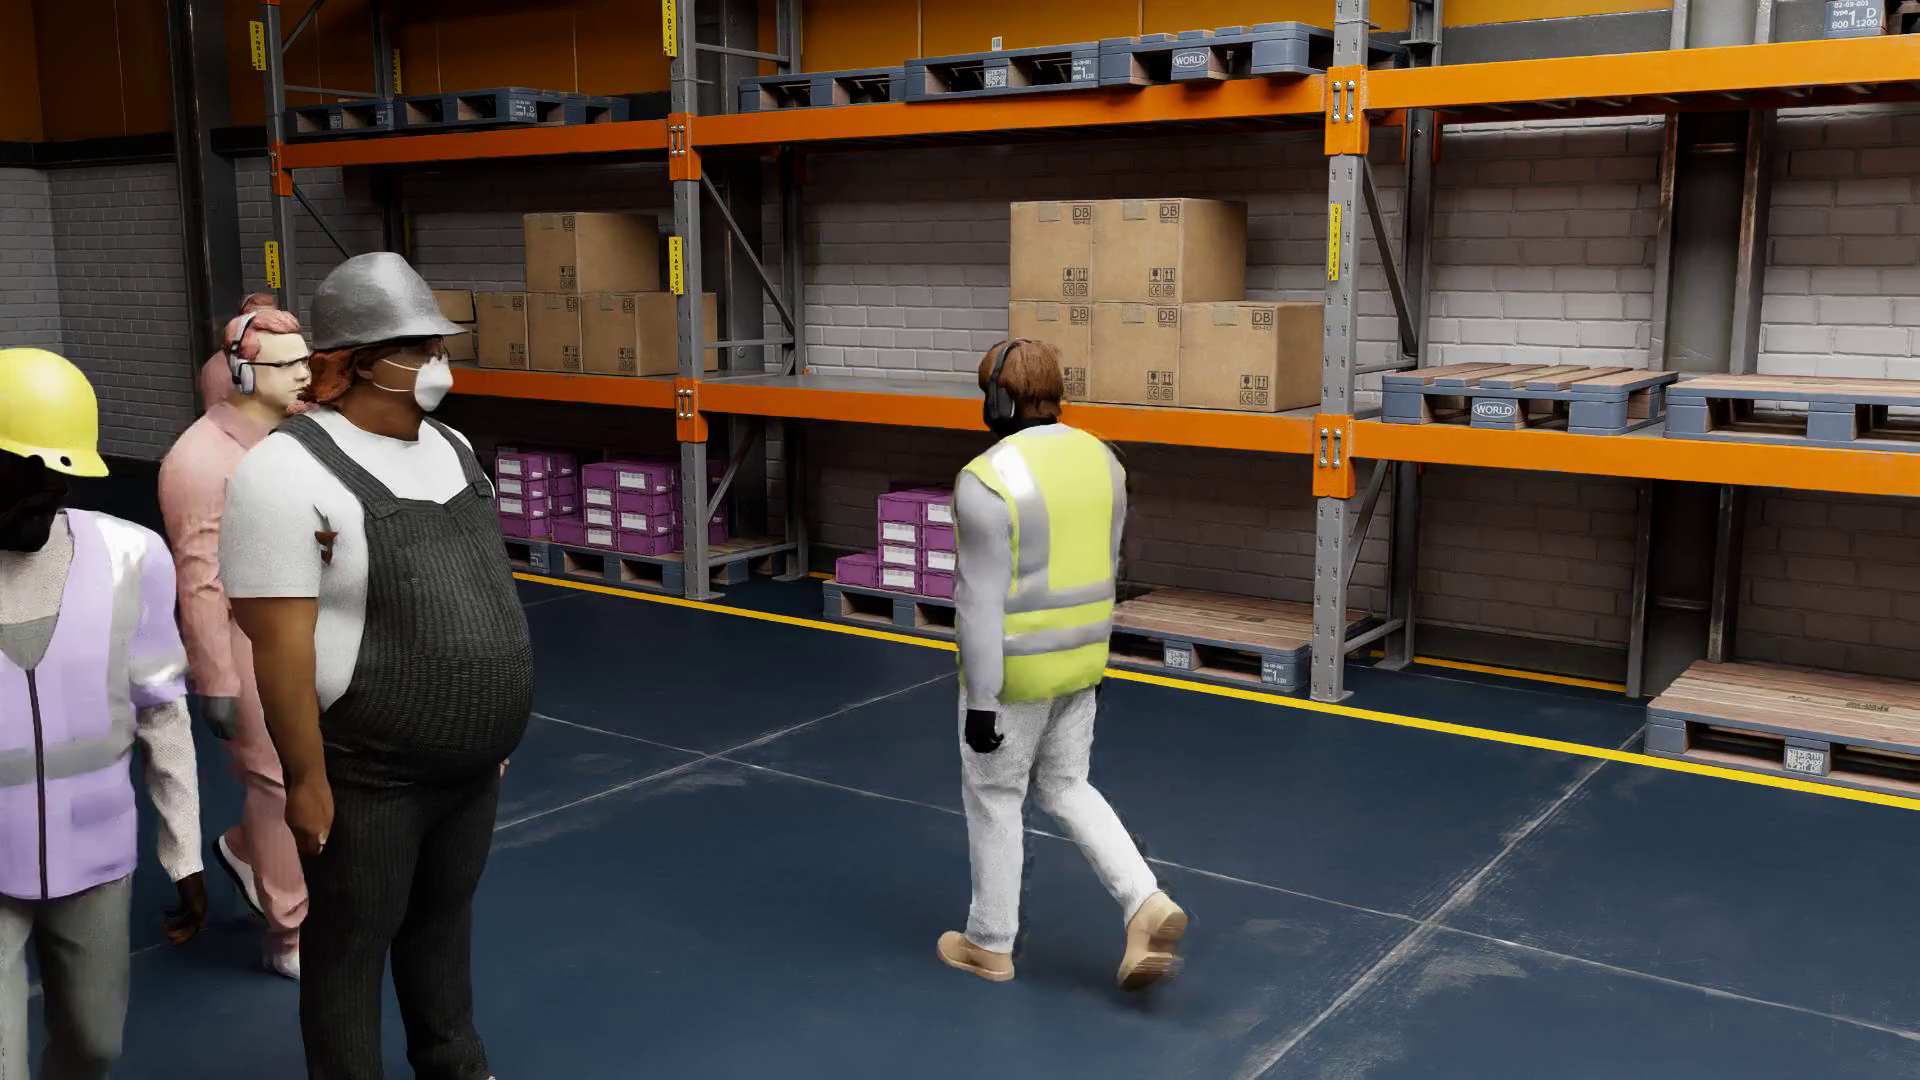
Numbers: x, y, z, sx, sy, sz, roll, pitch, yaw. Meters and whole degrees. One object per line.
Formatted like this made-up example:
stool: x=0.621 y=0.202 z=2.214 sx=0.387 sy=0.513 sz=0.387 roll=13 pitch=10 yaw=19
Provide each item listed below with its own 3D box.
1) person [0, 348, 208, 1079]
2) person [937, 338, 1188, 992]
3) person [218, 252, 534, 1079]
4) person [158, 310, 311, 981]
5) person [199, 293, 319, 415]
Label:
person: x=-1.772 y=0.573 z=3.126 sx=0.583 sy=1.882 sz=0.856 roll=-9 pitch=13 yaw=-42
person: x=0.254 y=0.365 z=4.532 sx=0.711 sy=1.820 sz=0.635 roll=9 pitch=13 yaw=43
person: x=-1.181 y=0.409 z=3.606 sx=0.537 sy=2.000 sz=0.682 roll=3 pitch=10 yaw=20
person: x=-1.949 y=0.304 z=4.679 sx=0.571 sy=1.896 sz=0.645 roll=4 pitch=10 yaw=20
person: x=-3.723 y=-0.408 z=9.041 sx=1.015 sy=1.852 sz=0.657 roll=7 pitch=12 yaw=38
